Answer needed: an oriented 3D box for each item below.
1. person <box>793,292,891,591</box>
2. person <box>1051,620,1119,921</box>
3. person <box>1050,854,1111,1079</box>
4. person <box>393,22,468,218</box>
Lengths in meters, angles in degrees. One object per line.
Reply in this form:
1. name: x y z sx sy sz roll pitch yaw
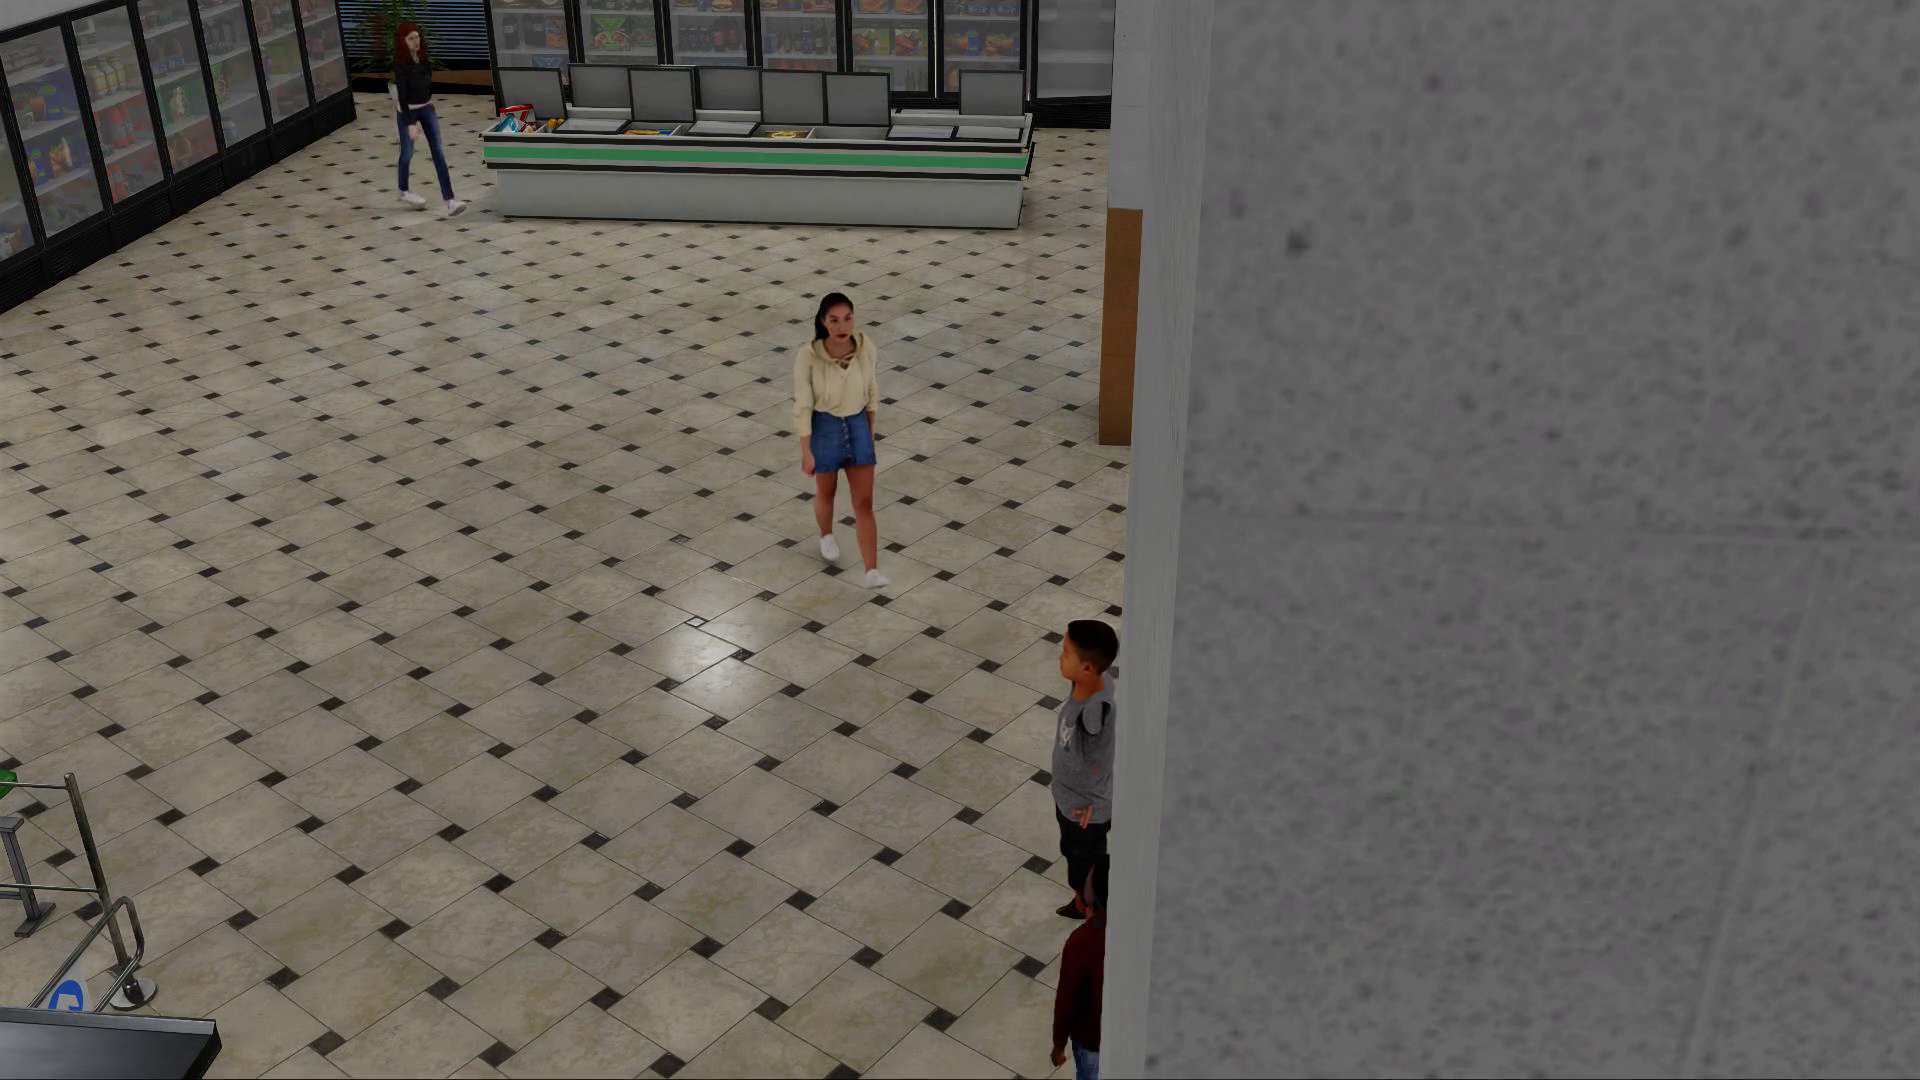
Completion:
1. person: -0.677 -0.560 8.912 1.123 1.585 1.017 -10 29 -19
2. person: 0.469 0.883 6.209 0.541 1.455 0.614 -2 27 -4
3. person: 0.497 1.526 5.169 0.581 1.251 0.648 -18 32 -32
4. person: -4.990 -3.801 15.171 1.294 1.705 1.070 17 32 30
